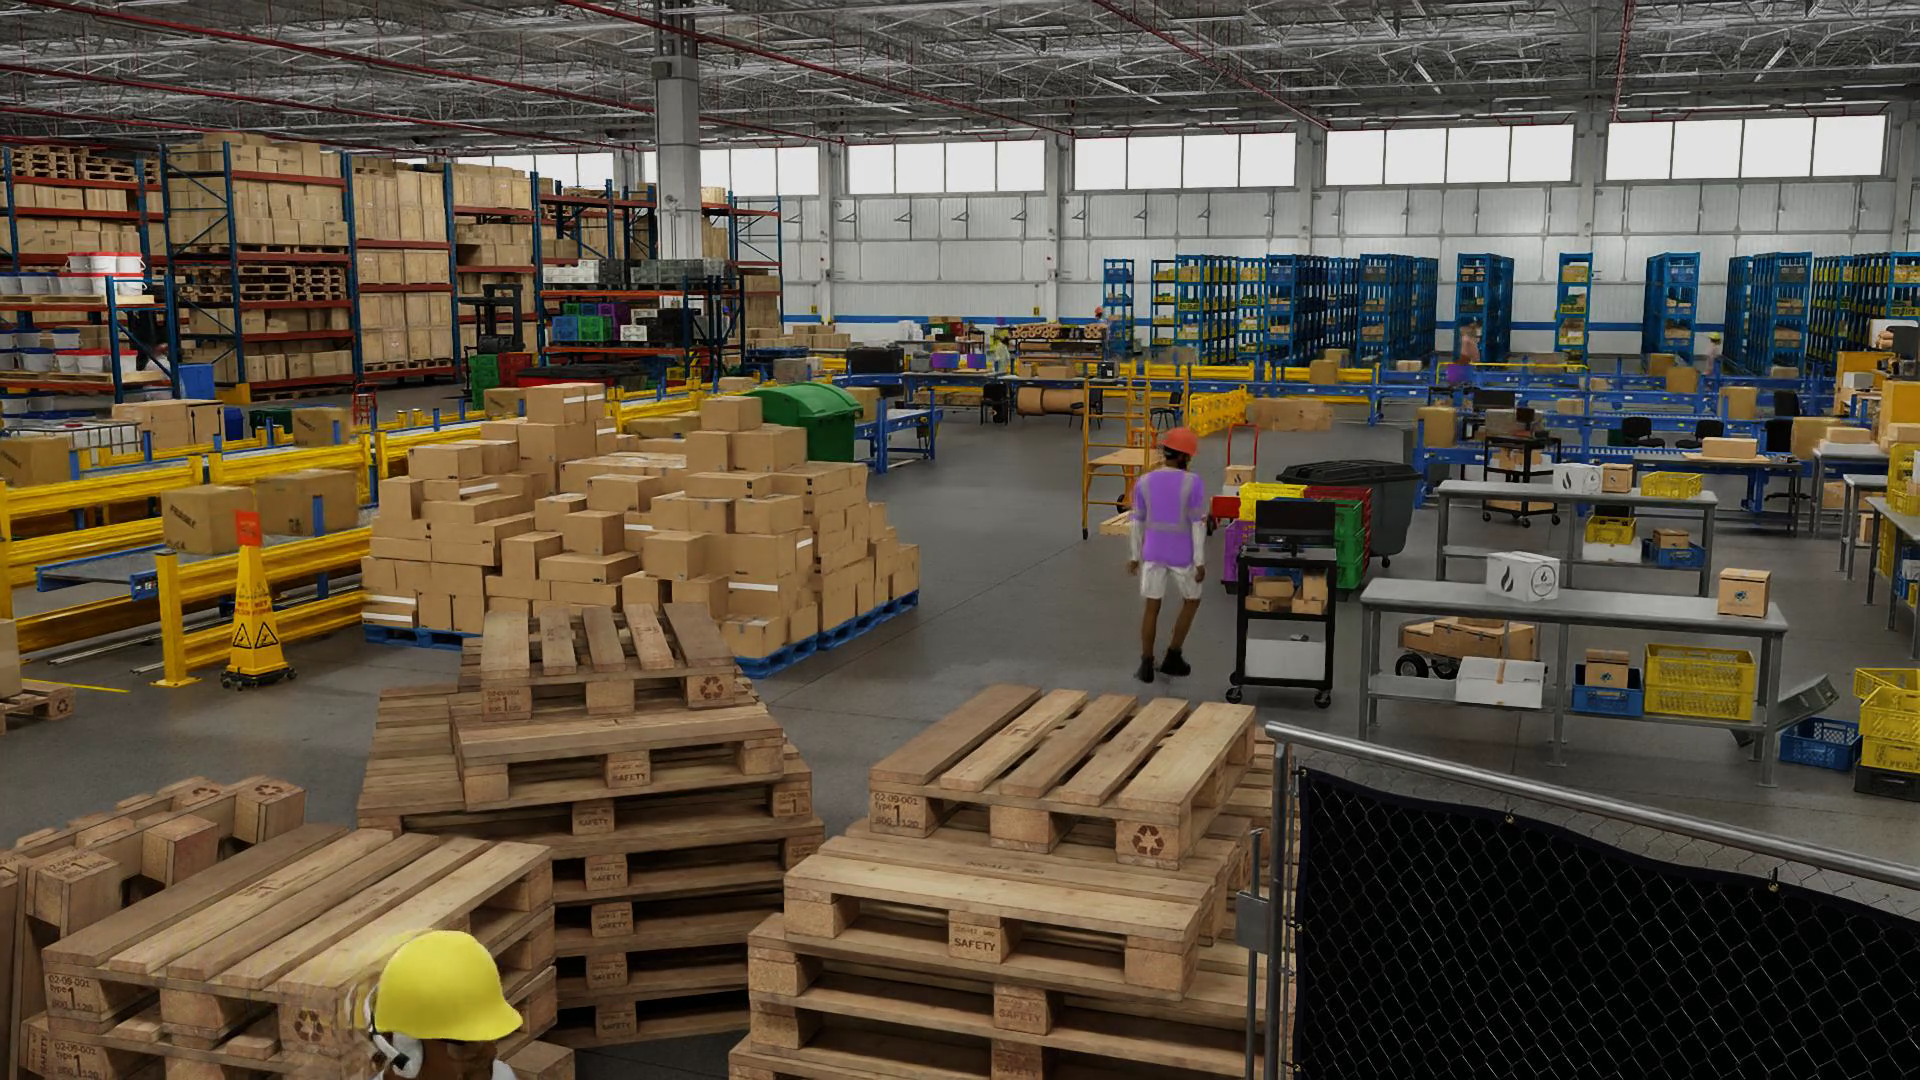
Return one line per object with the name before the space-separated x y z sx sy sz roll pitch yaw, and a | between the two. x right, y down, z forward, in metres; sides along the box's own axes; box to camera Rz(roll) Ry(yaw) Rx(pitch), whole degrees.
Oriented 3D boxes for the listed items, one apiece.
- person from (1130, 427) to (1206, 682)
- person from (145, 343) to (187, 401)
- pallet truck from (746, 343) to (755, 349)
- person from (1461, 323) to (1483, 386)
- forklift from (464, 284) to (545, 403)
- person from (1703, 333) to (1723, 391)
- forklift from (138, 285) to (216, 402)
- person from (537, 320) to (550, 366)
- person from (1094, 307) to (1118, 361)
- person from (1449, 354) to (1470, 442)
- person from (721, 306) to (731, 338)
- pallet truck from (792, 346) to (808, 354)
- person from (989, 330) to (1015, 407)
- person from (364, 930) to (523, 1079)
person | 1.564 0.110 12.422 0.656 1.908 0.505 5 10 29
person | -13.882 -2.512 29.087 0.669 1.864 1.005 3 10 20
pallet truck | -6.183 -4.618 44.264 1.601 1.201 0.680 -9 12 -43
person | 12.463 -4.313 40.356 0.960 1.867 0.663 5 10 29
forklift | -10.832 -4.702 39.610 1.129 2.768 1.873 3 10 20
person | 17.377 -3.928 38.386 0.893 1.720 0.535 5 11 31
forklift | -17.480 -4.200 36.461 1.873 2.768 1.129 3 10 19
person | -12.288 -5.646 49.030 0.327 1.767 0.533 -5 10 -27
person | 4.663 -6.546 53.936 0.878 2.018 0.618 0 9 1
person | 9.061 -2.551 30.096 0.502 1.612 0.508 1 9 8
person | -8.331 -7.297 58.859 0.409 1.937 0.602 5 10 29
pallet truck | -3.705 -4.298 42.022 0.653 1.274 1.630 3 10 20
person | 1.036 -3.933 38.226 0.924 1.779 0.629 1 9 6
person | -1.087 1.629 3.296 0.927 1.792 0.597 4 10 25
